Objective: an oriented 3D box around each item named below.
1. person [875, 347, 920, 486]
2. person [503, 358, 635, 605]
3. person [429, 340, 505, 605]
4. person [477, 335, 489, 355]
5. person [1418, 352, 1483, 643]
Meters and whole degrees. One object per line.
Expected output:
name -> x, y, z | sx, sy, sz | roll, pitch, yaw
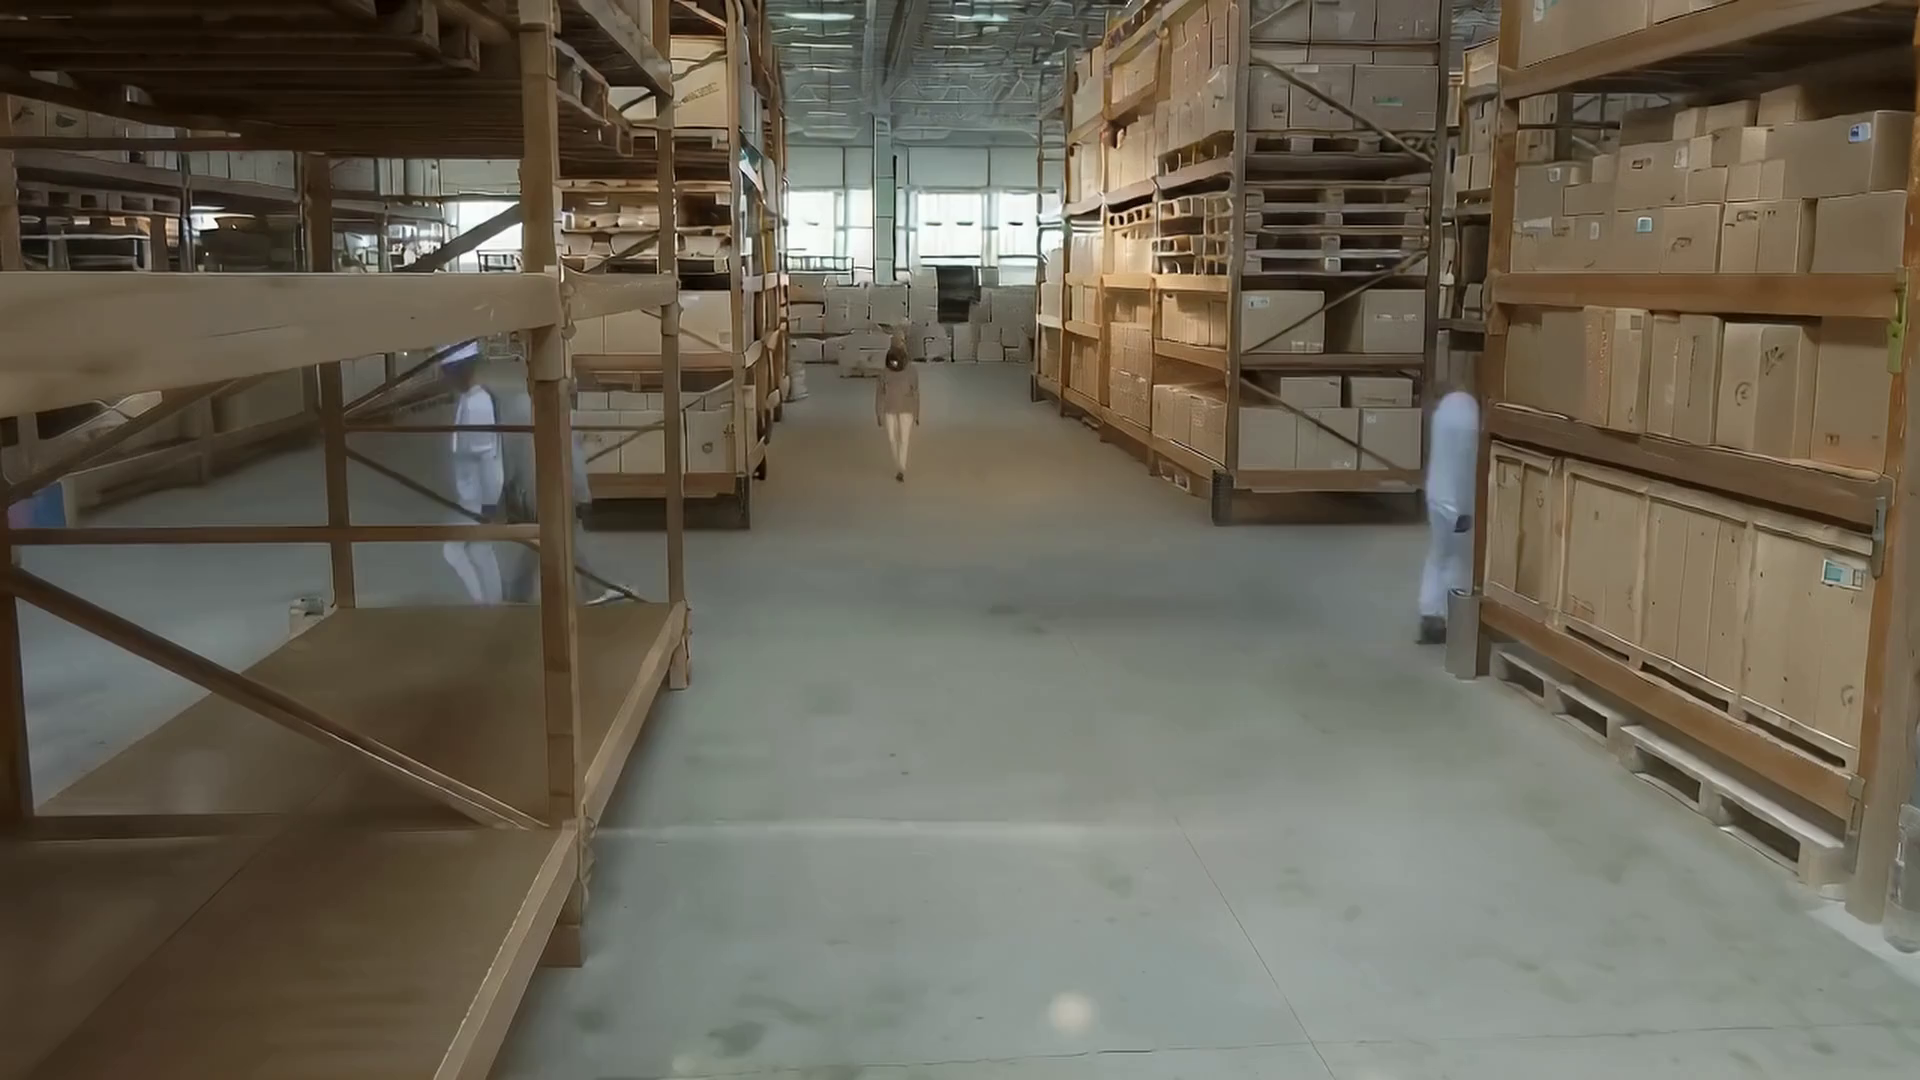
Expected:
person -> -0.725, -1.449, 19.301 | 0.508, 1.581, 0.870 | 1, 9, 7
person -> -2.824, -0.369, 11.729 | 1.016, 1.838, 0.698 | -5, 10, -27
person -> -3.179, -0.312, 10.789 | 0.516, 2.016, 0.639 | -4, 10, -22
person -> -14.401, -6.476, 50.032 | 0.513, 1.845, 0.340 | 2, 9, 12
person -> 3.207, -0.249, 10.689 | 0.444, 1.916, 0.656 | -1, 9, -6
